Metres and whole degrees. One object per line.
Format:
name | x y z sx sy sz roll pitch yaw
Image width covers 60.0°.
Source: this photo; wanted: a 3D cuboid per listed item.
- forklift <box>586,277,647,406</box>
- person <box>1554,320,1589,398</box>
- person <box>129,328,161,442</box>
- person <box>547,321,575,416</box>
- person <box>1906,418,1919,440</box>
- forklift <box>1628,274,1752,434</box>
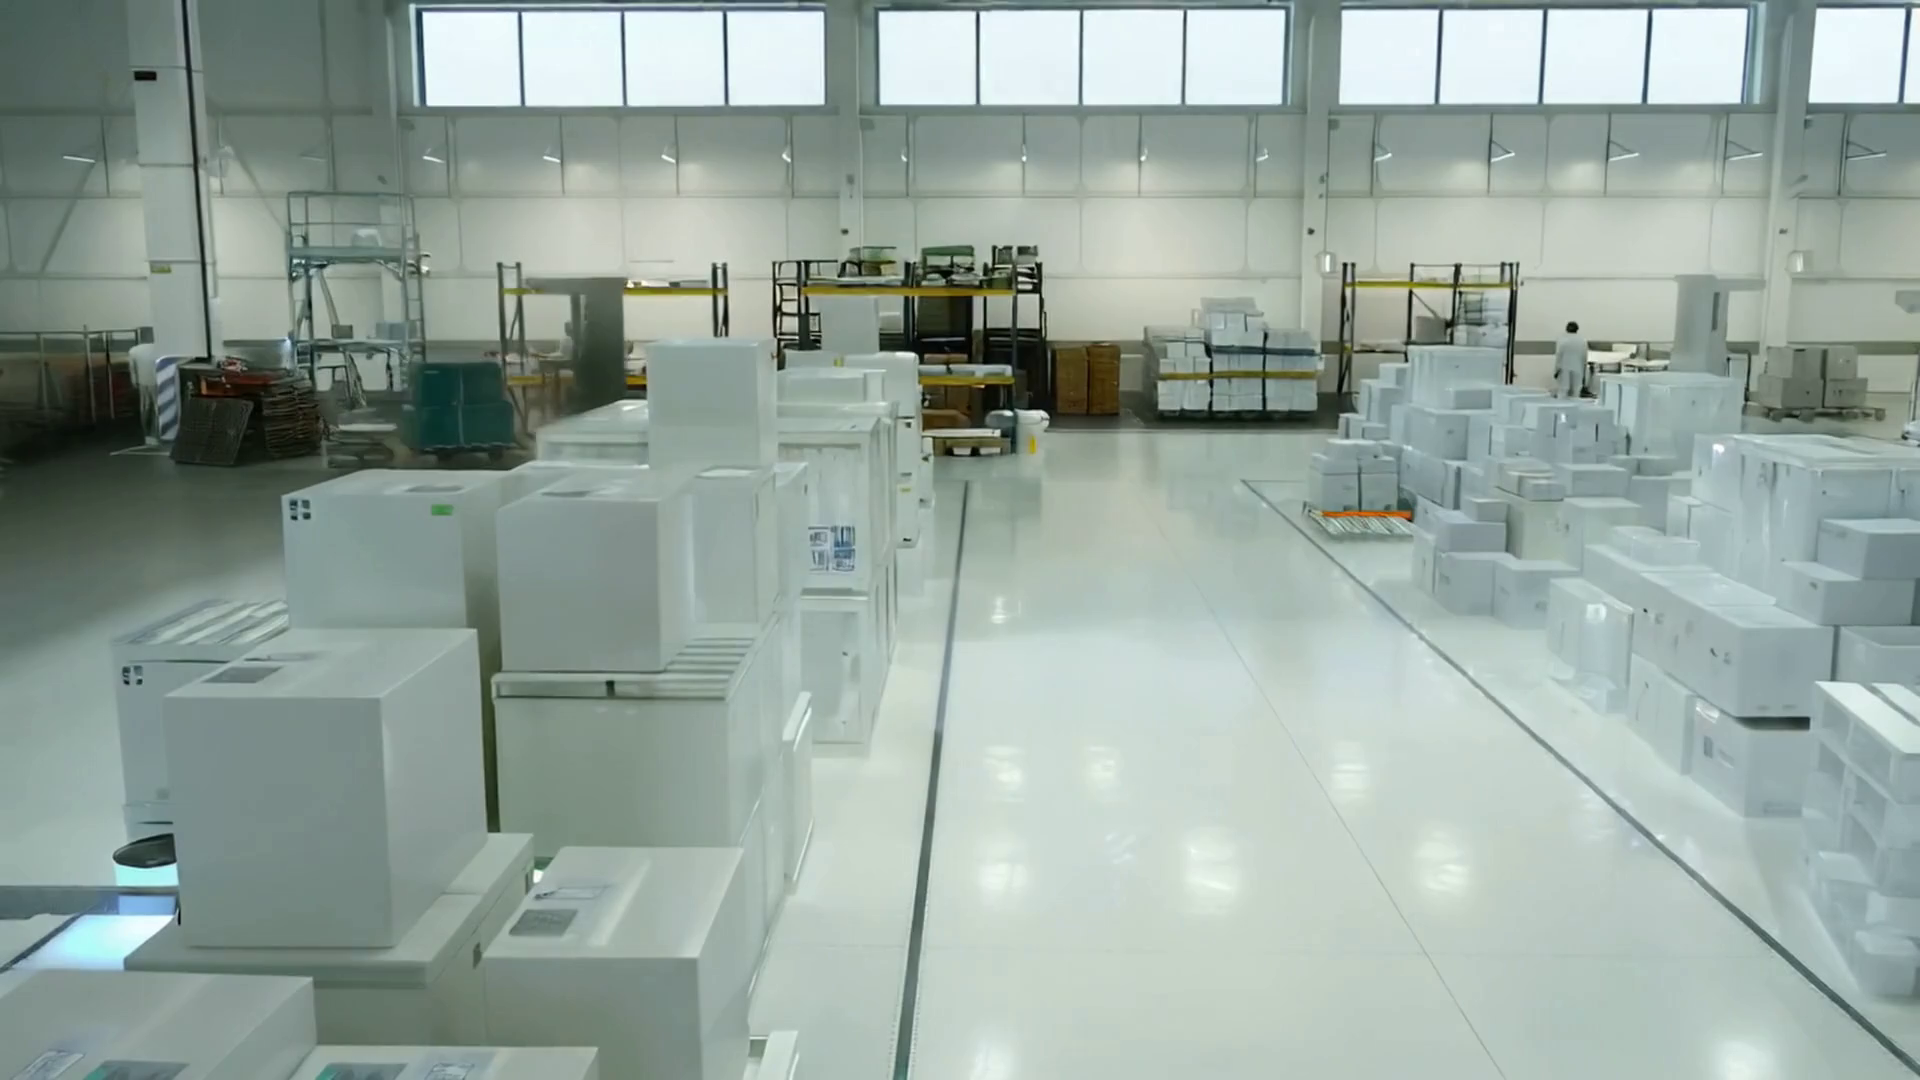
forklift | -4.957 -2.316 23.505 1.873 2.768 1.129 -5 11 -25
person | 11.645 -3.216 31.728 0.636 1.938 0.357 0 9 1
person | -13.636 -2.606 28.060 0.630 1.940 0.372 0 9 1
person | -7.684 -3.316 32.410 0.728 1.907 0.585 -5 11 -27
person | 8.886 -0.483 15.174 0.611 1.995 0.380 0 9 1
forklift | 12.844 -3.275 29.252 1.873 2.768 1.129 0 9 1
